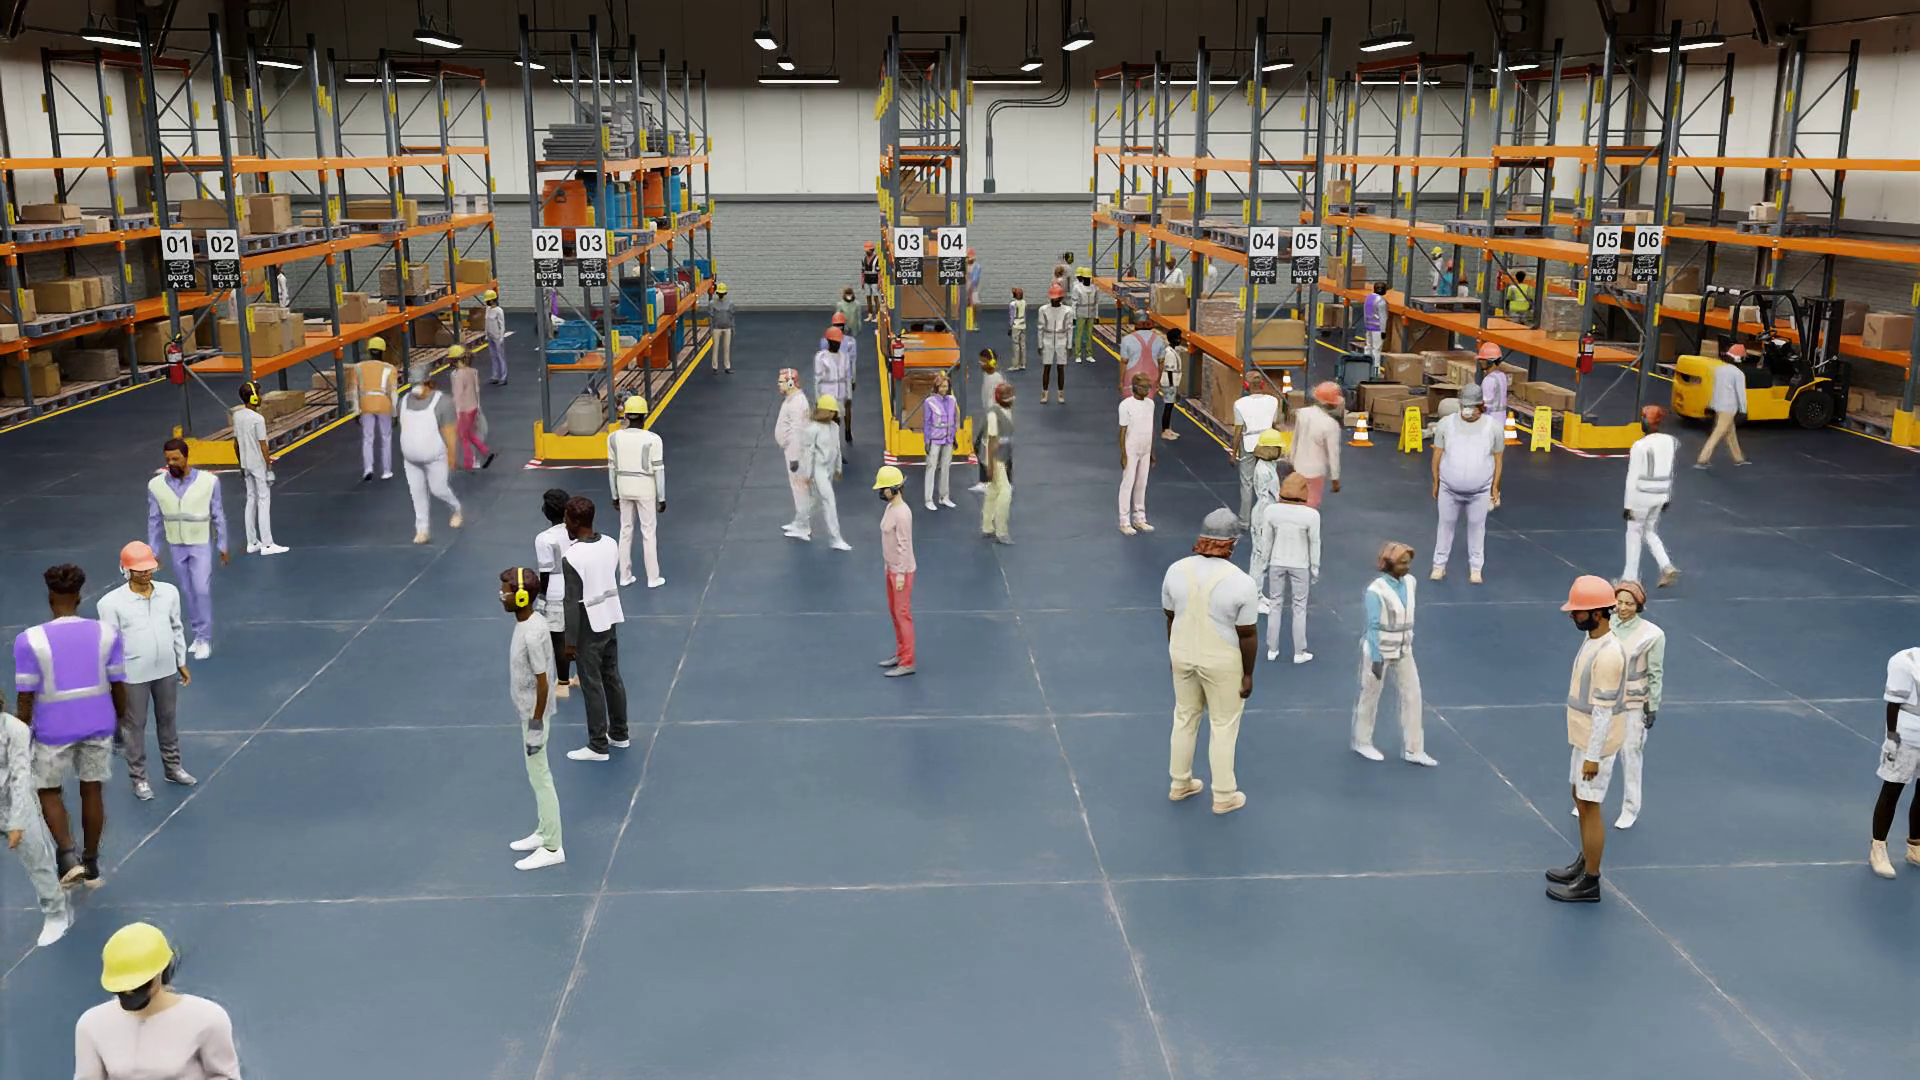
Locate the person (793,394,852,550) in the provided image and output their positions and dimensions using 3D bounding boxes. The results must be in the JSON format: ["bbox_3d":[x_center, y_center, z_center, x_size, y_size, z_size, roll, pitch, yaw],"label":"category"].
[{"bbox_3d":[-1.542,-0.775,18.288,0.864,1.702,0.487,8,16,32],"label":"person"}]

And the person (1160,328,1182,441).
[{"bbox_3d":[3.160,-2.337,24.928,0.319,1.689,0.539,2,13,10],"label":"person"}]

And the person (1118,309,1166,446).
[{"bbox_3d":[2.615,-2.362,24.274,0.684,2.000,0.535,-4,14,-17],"label":"person"}]

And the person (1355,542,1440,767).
[{"bbox_3d":[3.089,0.824,11.676,0.549,1.608,0.722,-10,16,-36],"label":"person"}]

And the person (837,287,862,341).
[{"bbox_3d":[-2.208,-4.223,33.062,0.499,1.617,0.479,-2,13,-9],"label":"person"}]

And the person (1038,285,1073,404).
[{"bbox_3d":[1.625,-3.334,28.404,0.605,2.036,0.393,1,13,4],"label":"person"}]

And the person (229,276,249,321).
[{"bbox_3d":[-13.855,-4.172,32.073,0.408,1.987,0.620,-5,14,-20],"label":"person"}]

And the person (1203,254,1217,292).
[{"bbox_3d":[5.750,-5.702,38.714,0.404,1.904,0.651,5,14,20],"label":"person"}]

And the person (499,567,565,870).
[{"bbox_3d":[-2.612,1.071,10.098,0.313,1.869,0.538,-4,14,-18],"label":"person"}]

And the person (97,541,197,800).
[{"bbox_3d":[-5.477,0.861,11.235,0.325,1.752,0.560,9,16,33],"label":"person"}]

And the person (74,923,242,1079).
[{"bbox_3d":[-2.797,2.160,5.748,0.547,1.736,0.770,0,13,2],"label":"person"}]

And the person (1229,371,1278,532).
[{"bbox_3d":[3.351,-1.007,18.970,0.563,1.837,0.389,-5,14,-21],"label":"person"}]

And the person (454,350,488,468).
[{"bbox_3d":[-6.694,-1.782,22.706,0.365,1.624,0.529,5,14,22],"label":"person"}]

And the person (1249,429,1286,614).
[{"bbox_3d":[2.893,-0.185,15.687,0.295,1.743,0.493,3,14,11],"label":"person"}]

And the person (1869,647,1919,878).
[{"bbox_3d":[5.763,1.191,9.955,0.530,1.697,0.322,-1,13,-5],"label":"person"}]

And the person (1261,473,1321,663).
[{"bbox_3d":[2.808,0.235,14.144,0.507,1.632,0.267,7,15,26],"label":"person"}]

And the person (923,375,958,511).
[{"bbox_3d":[-0.237,-1.182,20.141,0.523,1.636,0.311,-12,18,-41],"label":"person"}]

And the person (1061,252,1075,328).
[{"bbox_3d":[2.696,-6.023,40.176,0.642,1.853,0.554,-4,14,-16],"label":"person"}]

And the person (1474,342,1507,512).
[{"bbox_3d":[6.362,-1.364,20.077,0.419,2.034,0.605,8,16,31],"label":"person"}]

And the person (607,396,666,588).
[{"bbox_3d":[-3.204,-0.477,16.565,0.586,1.917,0.401,3,14,13],"label":"person"}]

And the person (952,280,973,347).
[{"bbox_3d":[-0.051,-4.807,34.961,0.664,1.885,0.553,-2,13,-7],"label":"person"}]

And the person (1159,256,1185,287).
[{"bbox_3d":[4.966,-5.775,39.214,0.592,1.837,1.029,-2,13,-9],"label":"person"}]

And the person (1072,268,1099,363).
[{"bbox_3d":[2.569,-4.577,33.898,0.594,1.926,0.367,-5,14,-20],"label":"person"}]

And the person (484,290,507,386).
[{"bbox_3d":[-8.583,-3.723,30.645,0.523,1.761,0.323,11,17,39],"label":"person"}]

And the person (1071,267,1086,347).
[{"bbox_3d":[2.647,-5.118,36.553,0.524,1.763,0.324,13,18,43],"label":"person"}]

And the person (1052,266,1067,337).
[{"bbox_3d":[2.283,-5.490,38.387,0.308,1.640,0.510,-7,15,-26],"label":"person"}]

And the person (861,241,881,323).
[{"bbox_3d":[-2.237,-6.455,41.649,0.612,2.030,0.410,9,16,34],"label":"person"}]

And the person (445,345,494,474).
[{"bbox_3d":[-6.589,-1.737,22.255,0.520,1.748,0.569,1,13,3],"label":"person"}]

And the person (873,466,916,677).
[{"bbox_3d":[-0.543,0.250,13.827,0.342,1.753,0.535,-4,14,-15],"label":"person"}]

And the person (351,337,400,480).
[{"bbox_3d":[-7.701,-1.725,21.938,0.616,1.885,0.668,-1,13,-6],"label":"person"}]

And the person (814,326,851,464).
[{"bbox_3d":[-1.817,-2.060,23.318,0.544,1.910,0.865,-10,17,-36],"label":"person"}]
